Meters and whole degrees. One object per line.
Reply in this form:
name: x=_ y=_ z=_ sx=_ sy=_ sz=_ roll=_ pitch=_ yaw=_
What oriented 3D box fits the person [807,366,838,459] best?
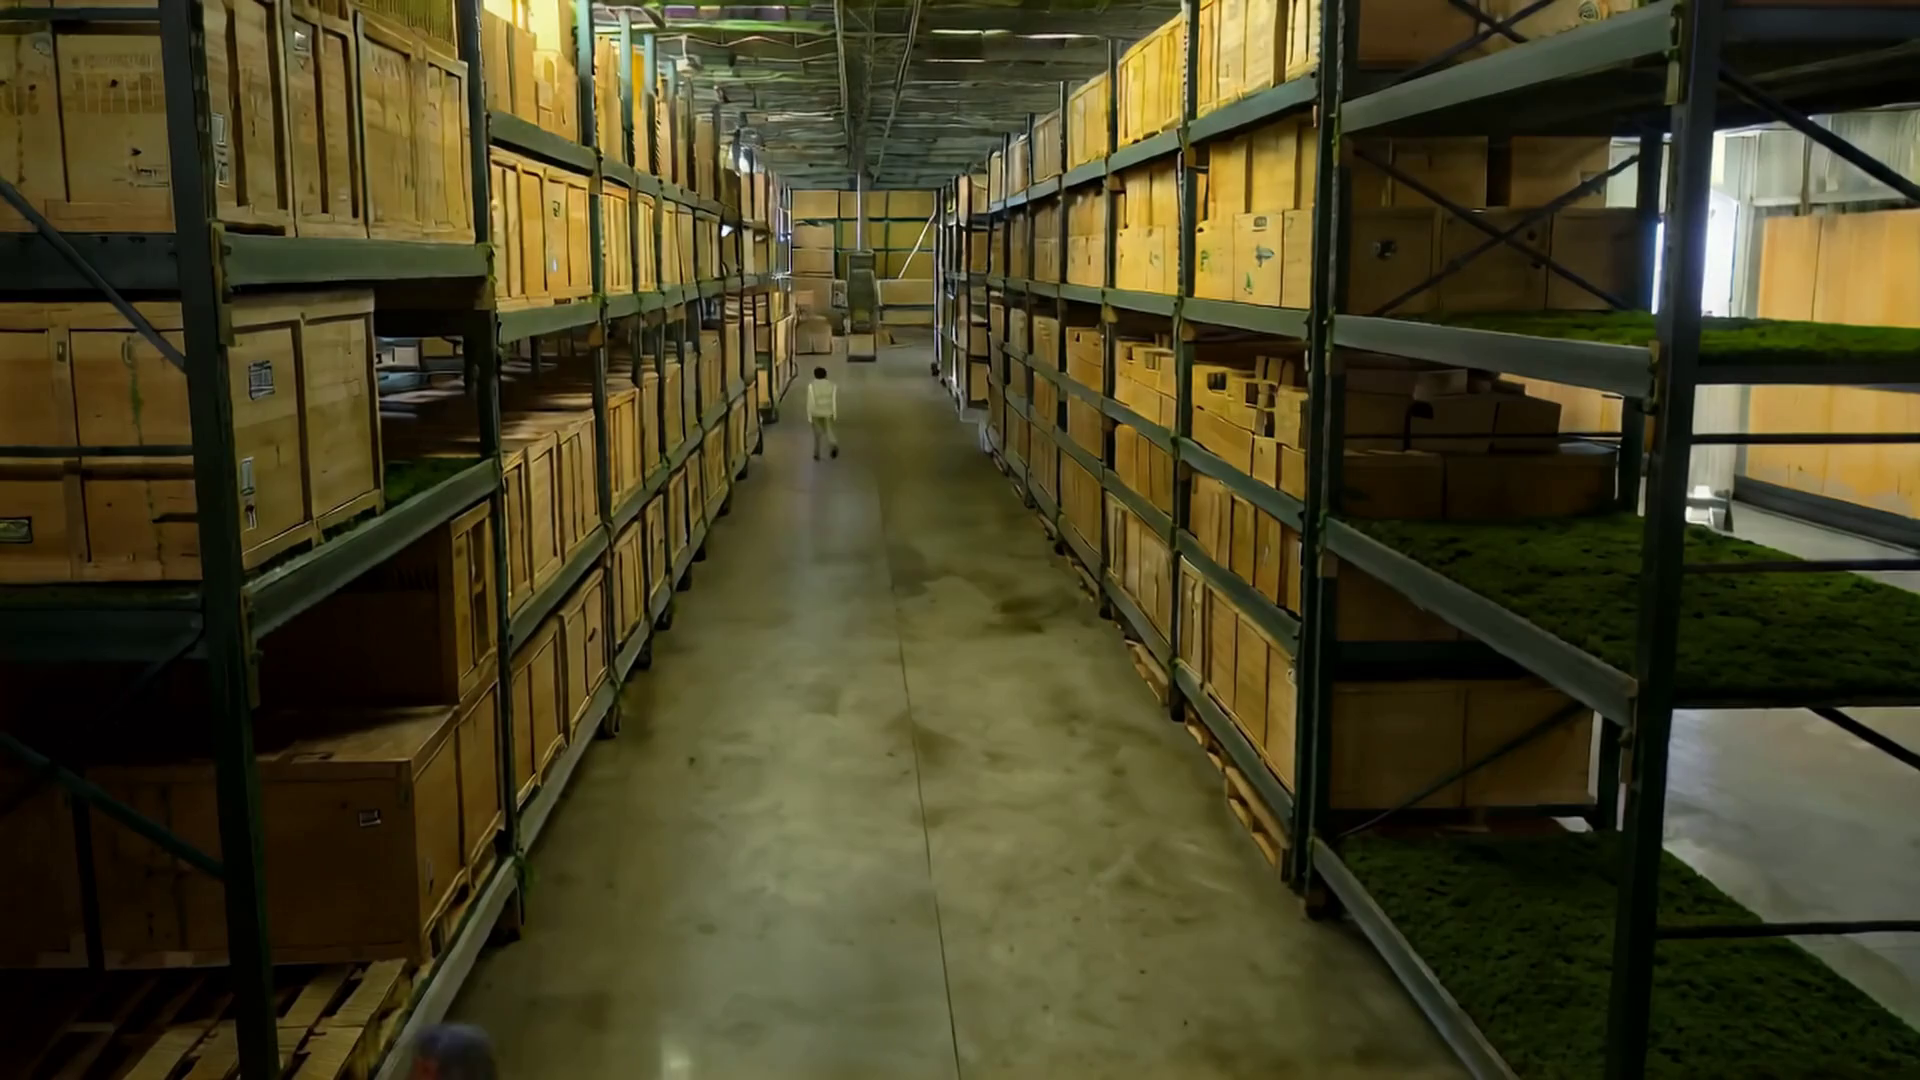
person: x=-2.657 y=-2.456 z=32.287 sx=0.638 sy=1.824 sz=0.594 roll=-4 pitch=10 yaw=-23

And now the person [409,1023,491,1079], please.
person: x=-1.468 y=2.221 z=5.082 sx=0.809 sy=1.610 sz=0.531 roll=-7 pitch=12 yaw=-36

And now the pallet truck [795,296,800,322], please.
pallet truck: x=-8.622 y=-12.439 z=91.403 sx=1.885 sy=1.965 sz=0.823 roll=2 pitch=10 yaw=13

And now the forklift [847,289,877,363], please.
forklift: x=-3.719 y=-8.132 z=63.046 sx=1.129 sy=2.768 sz=1.873 roll=-1 pitch=10 yaw=-4

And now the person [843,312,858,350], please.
person: x=-4.513 y=-8.597 z=68.871 sx=0.615 sy=1.874 sz=0.921 roll=-1 pitch=10 yaw=-5
